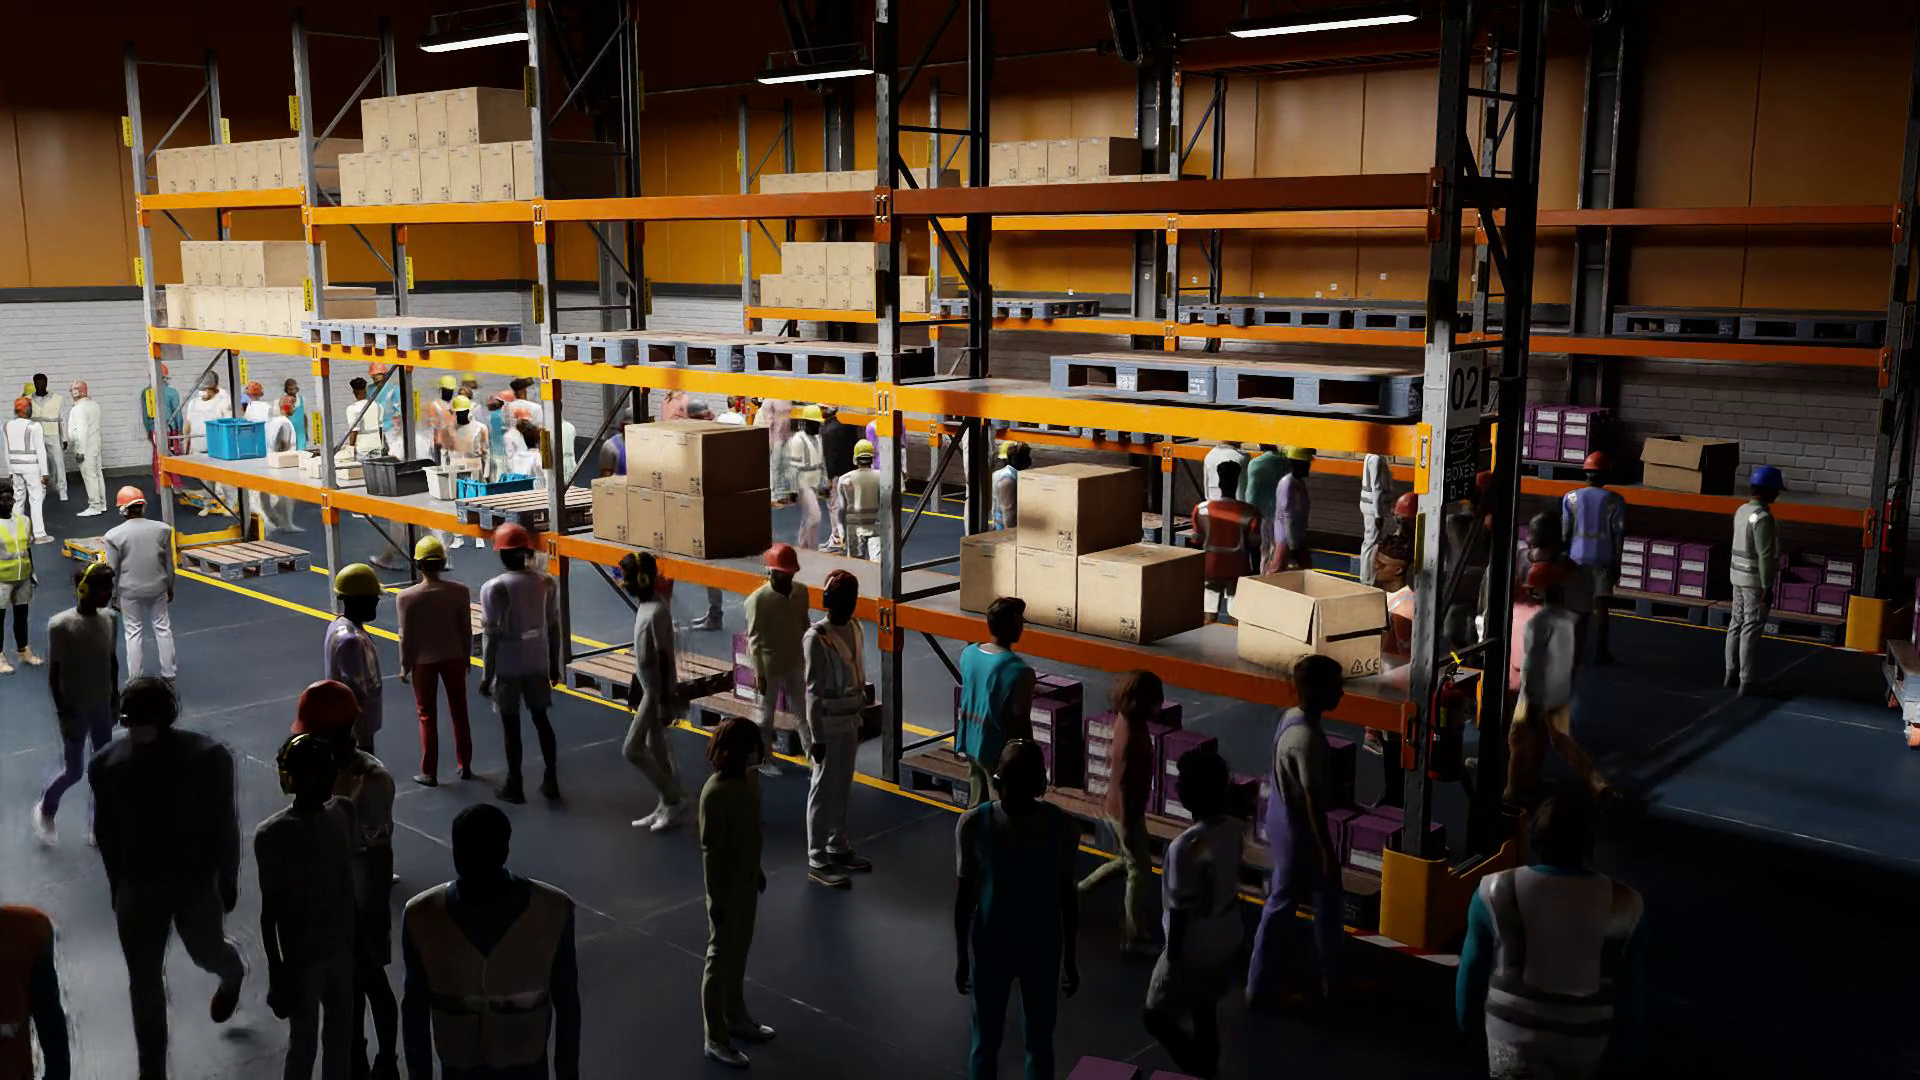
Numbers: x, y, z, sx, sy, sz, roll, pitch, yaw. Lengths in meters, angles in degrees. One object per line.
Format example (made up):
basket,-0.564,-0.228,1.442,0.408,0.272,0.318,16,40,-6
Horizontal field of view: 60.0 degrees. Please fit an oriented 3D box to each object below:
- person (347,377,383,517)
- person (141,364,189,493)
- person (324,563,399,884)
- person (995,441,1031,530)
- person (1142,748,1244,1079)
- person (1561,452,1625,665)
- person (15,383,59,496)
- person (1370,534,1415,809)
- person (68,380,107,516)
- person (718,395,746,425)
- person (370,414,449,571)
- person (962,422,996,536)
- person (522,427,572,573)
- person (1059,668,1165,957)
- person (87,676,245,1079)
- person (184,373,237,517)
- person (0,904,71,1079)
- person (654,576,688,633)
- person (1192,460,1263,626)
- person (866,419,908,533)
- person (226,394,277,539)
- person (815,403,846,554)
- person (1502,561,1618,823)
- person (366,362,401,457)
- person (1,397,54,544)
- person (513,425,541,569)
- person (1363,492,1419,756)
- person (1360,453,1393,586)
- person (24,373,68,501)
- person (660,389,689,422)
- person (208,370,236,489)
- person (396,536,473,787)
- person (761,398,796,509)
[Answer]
person,-8.313,-1.293,23.236,0.380,1.958,0.601,5,11,27
person,-12.158,-1.699,25.426,0.618,1.994,0.380,1,10,5
person,-3.553,1.085,9.878,0.383,1.924,0.594,-4,11,-23
person,0.575,-0.069,16.649,0.429,1.843,0.627,2,10,13
person,1.003,1.705,7.026,0.349,1.685,0.555,7,12,35
person,5.726,0.164,15.076,0.542,1.931,0.375,6,11,29
person,-14.021,-1.542,25.317,0.648,1.720,0.498,-9,13,-41
person,2.762,0.928,10.655,0.367,1.966,0.607,1,10,4
person,-12.288,-1.288,23.358,0.401,1.904,0.648,-2,10,-9
person,-3.032,-1.045,22.186,0.397,1.836,0.562,-8,13,-39
person,-6.413,-0.548,19.362,1.026,1.845,0.659,4,11,23
person,0.257,-0.862,20.828,0.387,1.948,0.601,7,12,36
person,-4.349,-0.286,17.813,0.774,1.853,0.600,5,11,27
person,0.830,1.436,8.774,0.571,1.608,0.525,1,10,6
person,-3.569,1.503,7.586,0.636,1.912,0.835,-1,10,-7
person,-10.488,-1.332,23.220,0.712,2.000,0.539,2,10,10
person,-3.355,1.872,5.632,1.028,1.863,0.604,5,11,27
person,-2.901,-0.026,16.231,0.410,1.908,0.598,-7,12,-34
person,2.294,0.286,14.307,0.604,1.959,0.370,3,11,17
person,-0.923,-0.911,21.196,0.550,1.923,0.390,-5,11,-27
person,-9.121,-0.916,21.264,0.422,1.901,0.646,-6,12,-31
person,-1.584,-0.818,20.437,0.373,1.997,0.618,0,10,-2
person,3.927,1.000,10.956,0.569,1.719,0.805,-7,12,-35
person,-8.865,-1.737,25.556,0.610,2.035,0.432,2,10,14
person,-11.873,-0.882,21.160,0.574,1.876,0.354,2,10,11
person,-5.003,-0.505,19.520,0.315,1.695,0.541,10,14,44
person,3.299,0.621,12.351,0.615,1.984,0.408,-5,11,-28
person,4.485,-0.312,17.900,0.354,1.883,0.573,2,10,9
person,-13.577,-1.528,24.720,0.586,1.910,0.396,-3,11,-17
person,-4.184,-1.472,24.393,0.652,1.906,0.402,9,14,42
person,-11.129,-1.580,24.948,0.632,1.932,0.367,7,12,34
person,-3.677,0.848,11.676,0.522,1.769,0.311,-7,12,-36
person,-2.614,-1.427,24.064,0.372,1.935,0.627,5,11,27
